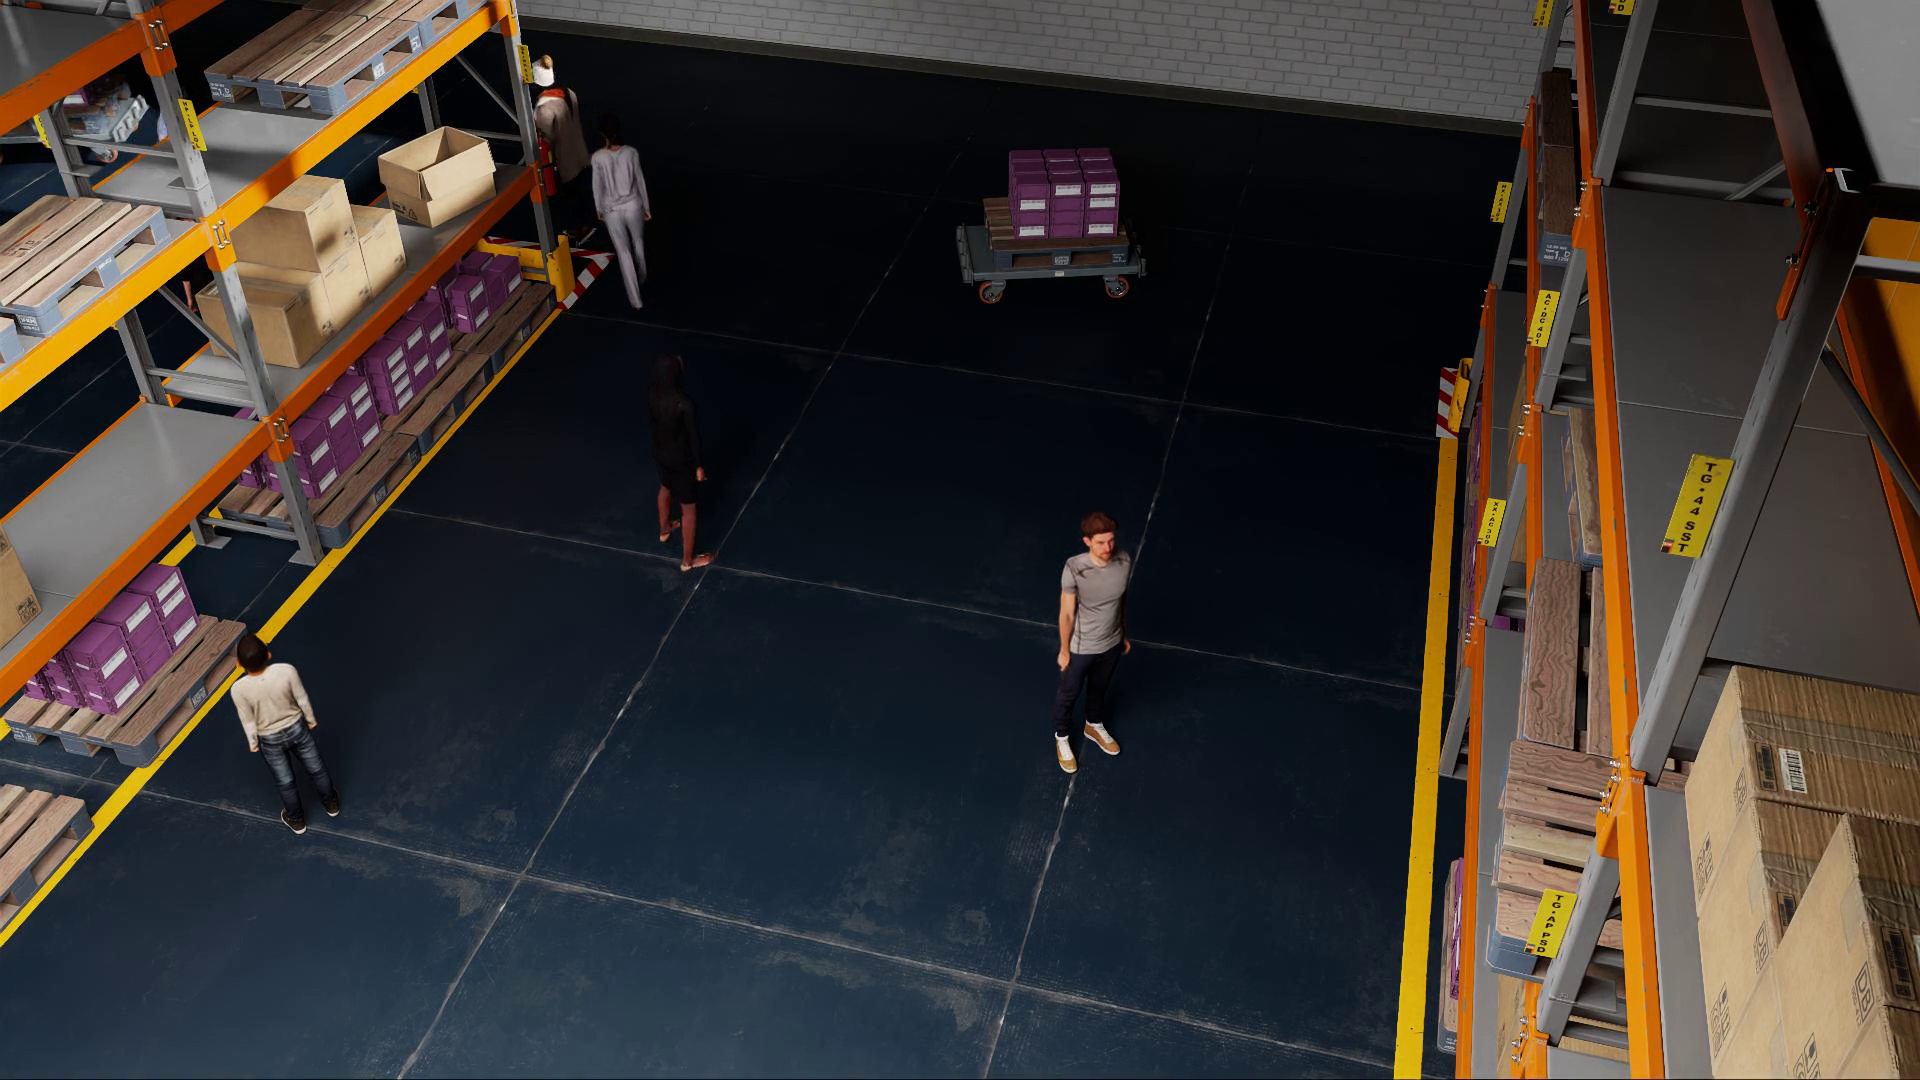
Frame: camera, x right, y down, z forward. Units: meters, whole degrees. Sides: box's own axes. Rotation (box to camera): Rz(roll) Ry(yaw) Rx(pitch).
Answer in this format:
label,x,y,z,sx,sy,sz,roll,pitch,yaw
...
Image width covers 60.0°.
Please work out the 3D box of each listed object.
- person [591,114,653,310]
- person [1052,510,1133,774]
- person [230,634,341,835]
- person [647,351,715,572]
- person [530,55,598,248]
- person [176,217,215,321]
label,x,y,z,sx,sy,sz,roll,pitch,yaw
person,-2.922,-2.825,14.510,0.897,1.749,1.019,-11,40,-13
person,0.799,0.587,10.118,0.736,1.896,0.779,-16,41,-20
person,-3.989,1.132,9.782,0.614,1.464,0.688,-24,45,-27
person,-1.996,-0.571,11.718,0.826,1.710,0.802,25,45,28
person,-3.598,-3.543,15.300,0.795,1.885,0.732,14,41,17
person,-6.085,-2.002,13.566,0.624,1.640,0.591,-2,39,-2
